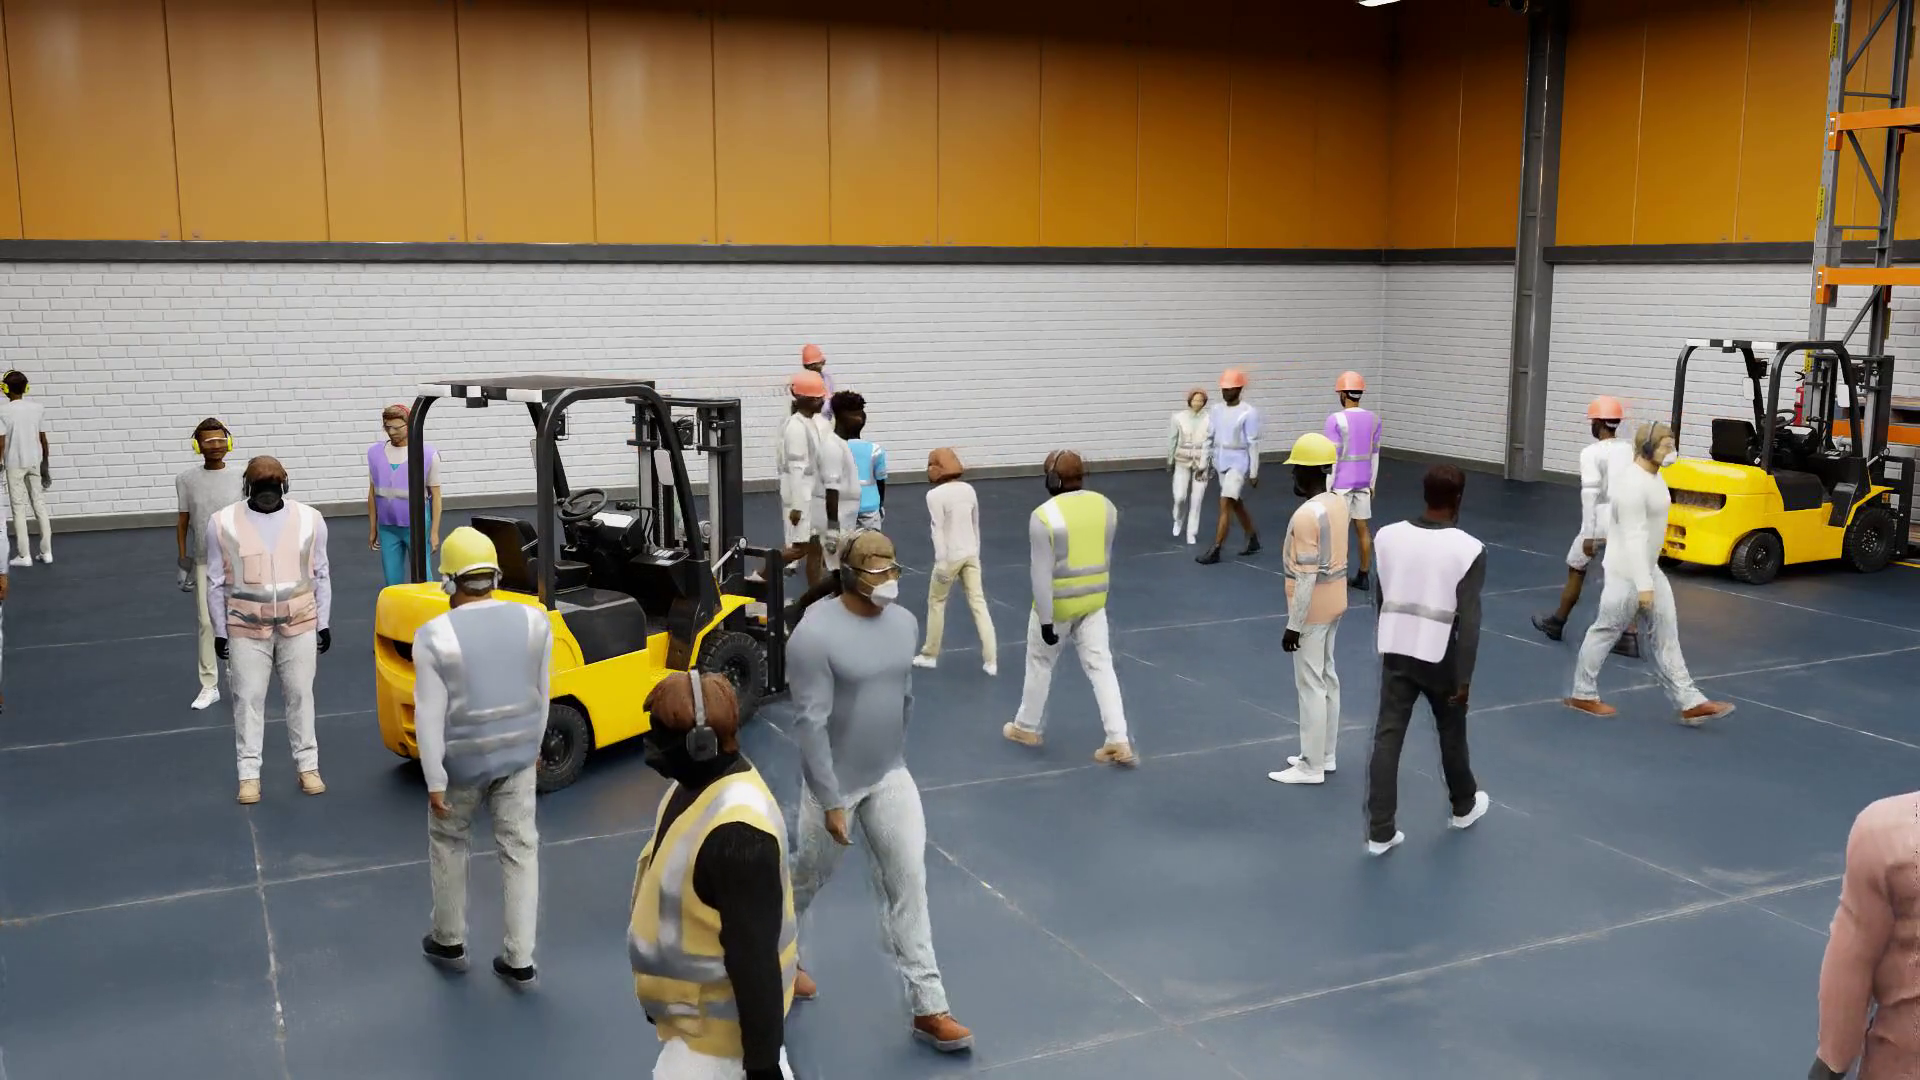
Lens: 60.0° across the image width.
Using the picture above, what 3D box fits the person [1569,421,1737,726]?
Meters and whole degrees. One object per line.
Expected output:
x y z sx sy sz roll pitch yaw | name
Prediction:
4.243 0.223 10.169 1.014 1.884 0.646 7 12 38 | person

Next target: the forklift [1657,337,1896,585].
7.551 -0.789 15.507 2.313 2.155 1.214 -4 10 -25 | forklift

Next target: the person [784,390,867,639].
-0.980 -0.131 12.218 0.611 1.938 0.638 1 9 6 | person

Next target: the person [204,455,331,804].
-3.650 0.464 8.835 0.626 1.842 0.429 -5 10 -28 | person

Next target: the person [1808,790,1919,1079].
2.375 1.243 3.869 0.652 1.885 0.735 1 9 8 | person

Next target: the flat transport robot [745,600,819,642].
-1.289 0.622 12.701 1.431 0.197 0.652 6 11 34 | flat transport robot

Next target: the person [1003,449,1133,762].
0.644 0.373 9.572 0.620 1.800 0.976 -6 11 -31 | person

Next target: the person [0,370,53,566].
-8.948 -0.677 15.841 0.314 1.866 0.574 6 11 32 | person

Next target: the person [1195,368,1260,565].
2.648 -0.732 16.137 1.013 1.890 0.550 -7 12 -38 | person

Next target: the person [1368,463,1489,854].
2.315 0.556 8.168 0.608 1.872 0.973 7 12 38 | person

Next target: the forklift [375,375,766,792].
-2.268 0.149 9.685 1.214 2.155 2.313 6 11 32 | forklift

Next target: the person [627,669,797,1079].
-0.695 1.213 4.339 0.977 1.787 0.652 -2 9 -14 | person

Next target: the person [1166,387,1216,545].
2.394 -0.767 17.114 0.530 1.620 0.394 0 9 2 | person

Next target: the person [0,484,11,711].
-6.210 0.187 10.282 0.608 1.932 0.451 -5 10 -26 | person

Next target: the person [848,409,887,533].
-0.865 -0.262 13.766 0.540 1.697 0.317 -3 10 -17 | person

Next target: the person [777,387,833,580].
-1.405 -0.575 15.391 0.595 1.809 0.857 3 10 20 | person

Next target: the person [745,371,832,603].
-1.367 -0.359 13.400 0.786 2.021 0.621 1 9 4 | person

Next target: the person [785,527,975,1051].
-0.389 0.877 6.157 0.632 1.890 1.061 -8 12 -41 | person

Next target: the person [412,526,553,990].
-1.915 0.840 6.591 0.591 1.803 0.756 -7 11 -36 | person

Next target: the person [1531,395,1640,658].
4.715 -0.122 12.317 0.568 1.882 0.988 -4 10 -23 | person

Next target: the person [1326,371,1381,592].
3.397 -0.509 14.568 0.551 1.932 0.378 -4 10 -23 | person

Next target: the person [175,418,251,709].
-4.748 0.150 10.671 0.531 1.874 0.315 -2 9 -14 | person

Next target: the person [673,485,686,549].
-2.341 -0.129 13.188 0.345 1.616 0.503 -4 10 -25 | person

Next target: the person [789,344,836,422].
-1.664 -1.213 18.737 0.623 1.990 0.752 -6 11 -34 | person

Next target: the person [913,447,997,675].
-0.011 0.144 11.642 0.727 1.577 0.518 9 13 44 | person

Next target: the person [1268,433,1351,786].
1.918 0.378 9.089 0.366 1.927 0.585 5 11 30 | person

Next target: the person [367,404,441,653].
-4.063 -0.079 12.198 0.564 1.839 0.390 1 9 8 | person
